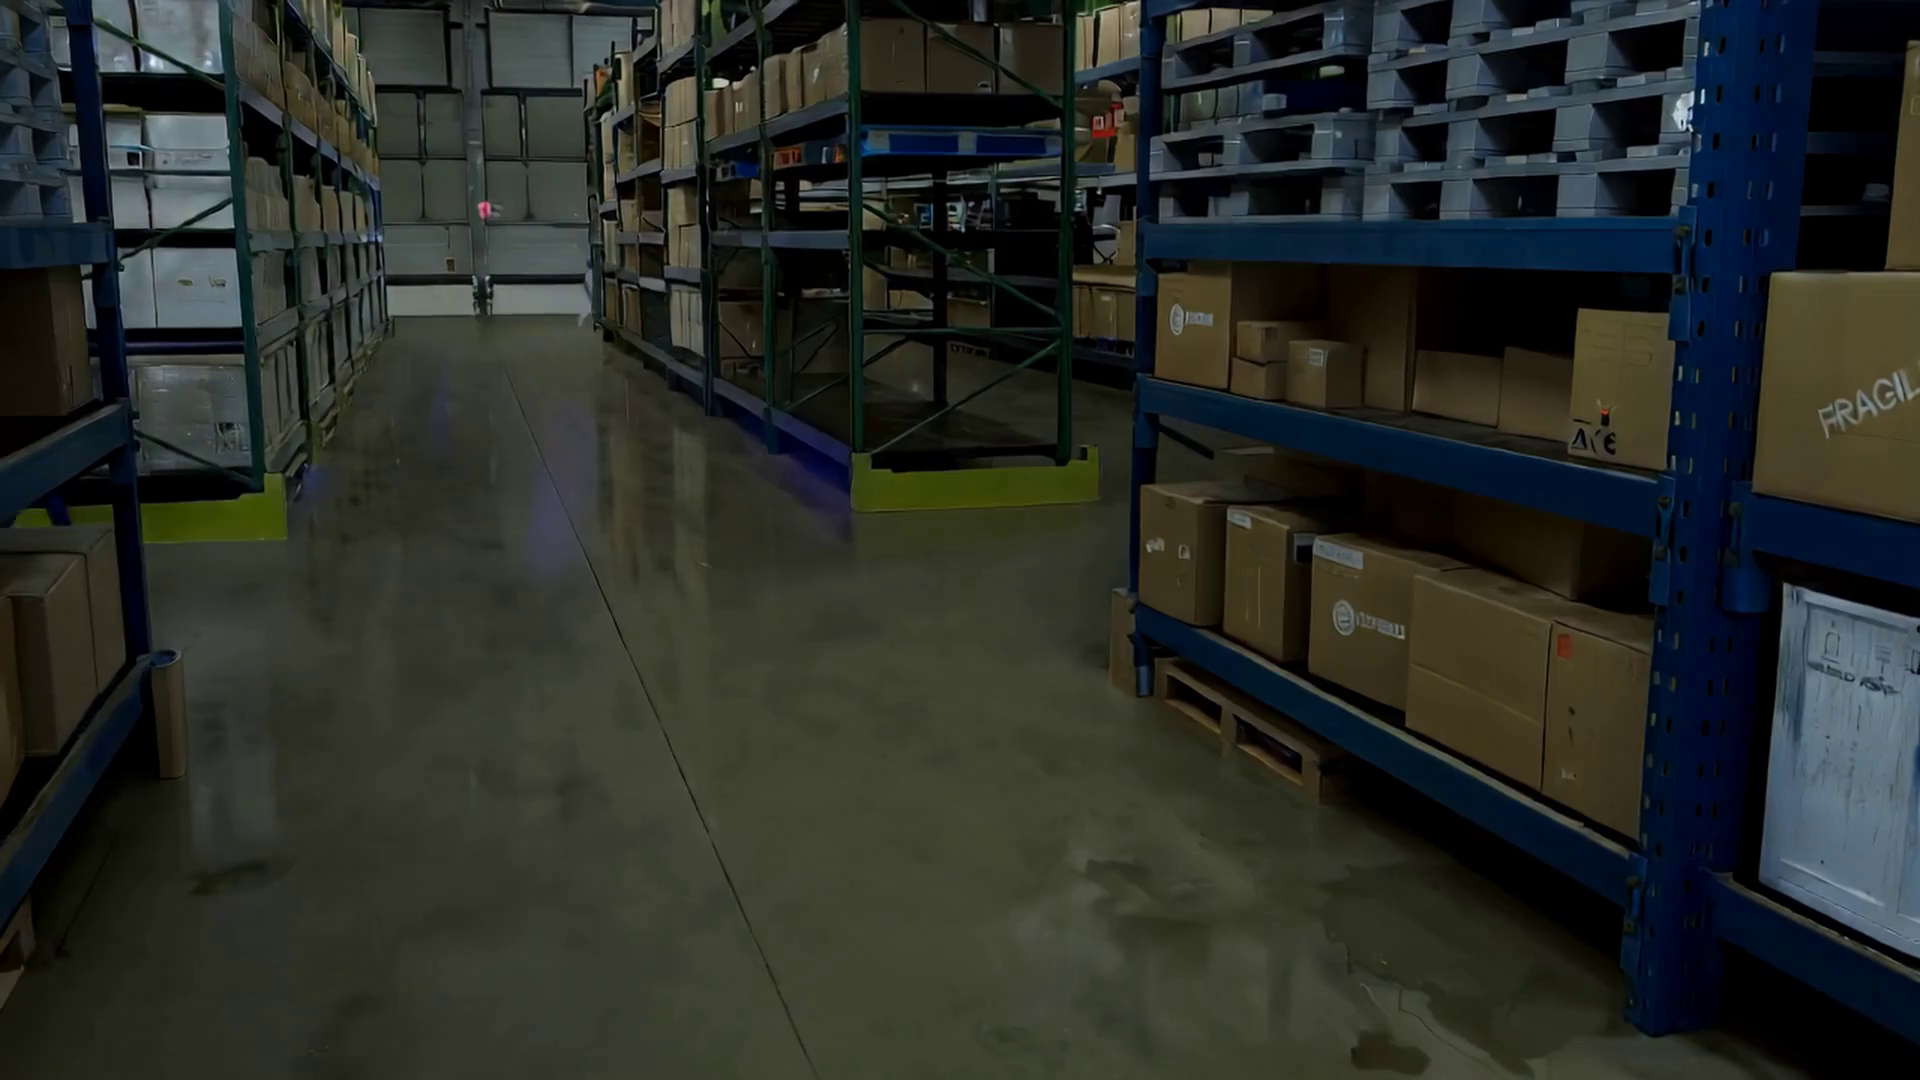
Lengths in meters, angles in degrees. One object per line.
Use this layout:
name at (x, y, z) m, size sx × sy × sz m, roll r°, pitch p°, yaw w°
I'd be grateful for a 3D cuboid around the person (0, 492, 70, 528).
person at (-6.811, -0.734, 11.813) m, size 0.974 × 1.884 × 0.544 m, roll -3°, pitch 11°, yaw -16°

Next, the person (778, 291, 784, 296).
person at (-3.617, -4.519, 32.965) m, size 0.492 × 1.740 × 0.325 m, roll 3°, pitch 11°, yaw 15°

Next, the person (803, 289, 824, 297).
person at (-3.252, -5.192, 36.227) m, size 0.618 × 1.915 × 0.948 m, roll 0°, pitch 10°, yaw 0°

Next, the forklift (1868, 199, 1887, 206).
forklift at (11.338, -2.915, 21.052) m, size 1.129 × 2.768 × 1.873 m, roll -3°, pitch 11°, yaw -17°

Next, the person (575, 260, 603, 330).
person at (-9.276, -6.160, 41.854) m, size 0.969 × 1.794 × 0.645 m, roll -2°, pitch 10°, yaw -9°
